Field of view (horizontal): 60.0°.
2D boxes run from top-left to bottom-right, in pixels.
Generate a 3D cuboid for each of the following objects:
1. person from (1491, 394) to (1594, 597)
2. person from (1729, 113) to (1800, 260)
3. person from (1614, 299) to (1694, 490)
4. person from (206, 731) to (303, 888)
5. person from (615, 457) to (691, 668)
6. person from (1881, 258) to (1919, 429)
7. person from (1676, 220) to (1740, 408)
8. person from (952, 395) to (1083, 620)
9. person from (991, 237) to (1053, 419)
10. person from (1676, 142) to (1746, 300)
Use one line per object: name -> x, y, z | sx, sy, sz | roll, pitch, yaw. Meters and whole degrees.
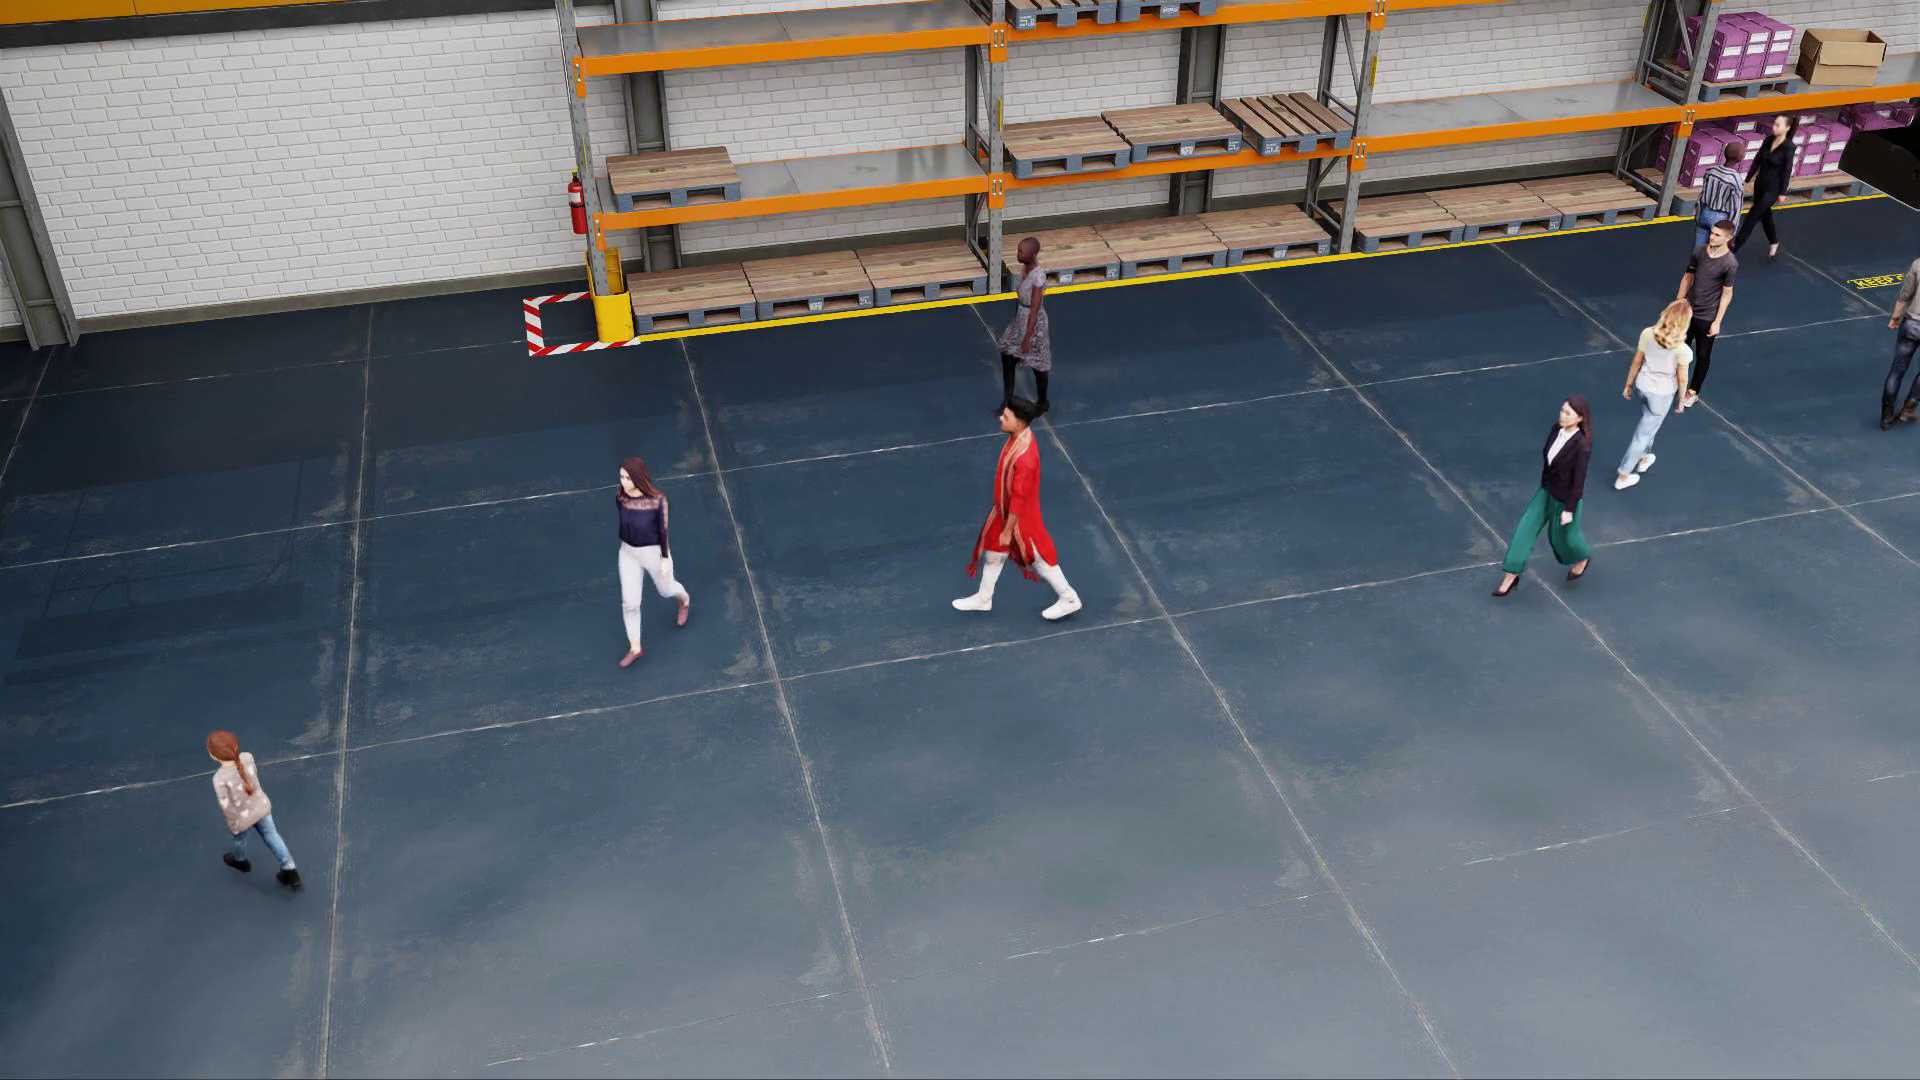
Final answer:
person -> 4.550, -0.309, 12.453 | 1.127, 1.702, 0.726 | -14, 36, -20
person -> 8.550, -3.658, 17.523 | 1.050, 1.667, 0.612 | -10, 35, -15
person -> 5.682, -1.169, 13.744 | 0.957, 1.705, 0.804 | -21, 39, -28
person -> -4.248, 1.635, 10.010 | 0.838, 1.169, 0.801 | 19, 38, 27
person -> -2.213, 0.104, 11.946 | 1.075, 1.576, 1.038 | 11, 35, 16
person -> 8.400, -1.815, 14.548 | 0.865, 1.891, 0.880 | 28, 43, 35
person -> 6.705, -2.059, 15.029 | 0.642, 1.763, 0.703 | -19, 38, -27
person -> 0.551, -0.188, 12.144 | 1.230, 1.842, 0.789 | -4, 34, -6
person -> 0.710, -1.858, 14.719 | 0.775, 1.773, 0.681 | -11, 35, -16
person -> 7.509, -3.101, 16.567 | 0.606, 1.796, 0.670 | -17, 37, -24
